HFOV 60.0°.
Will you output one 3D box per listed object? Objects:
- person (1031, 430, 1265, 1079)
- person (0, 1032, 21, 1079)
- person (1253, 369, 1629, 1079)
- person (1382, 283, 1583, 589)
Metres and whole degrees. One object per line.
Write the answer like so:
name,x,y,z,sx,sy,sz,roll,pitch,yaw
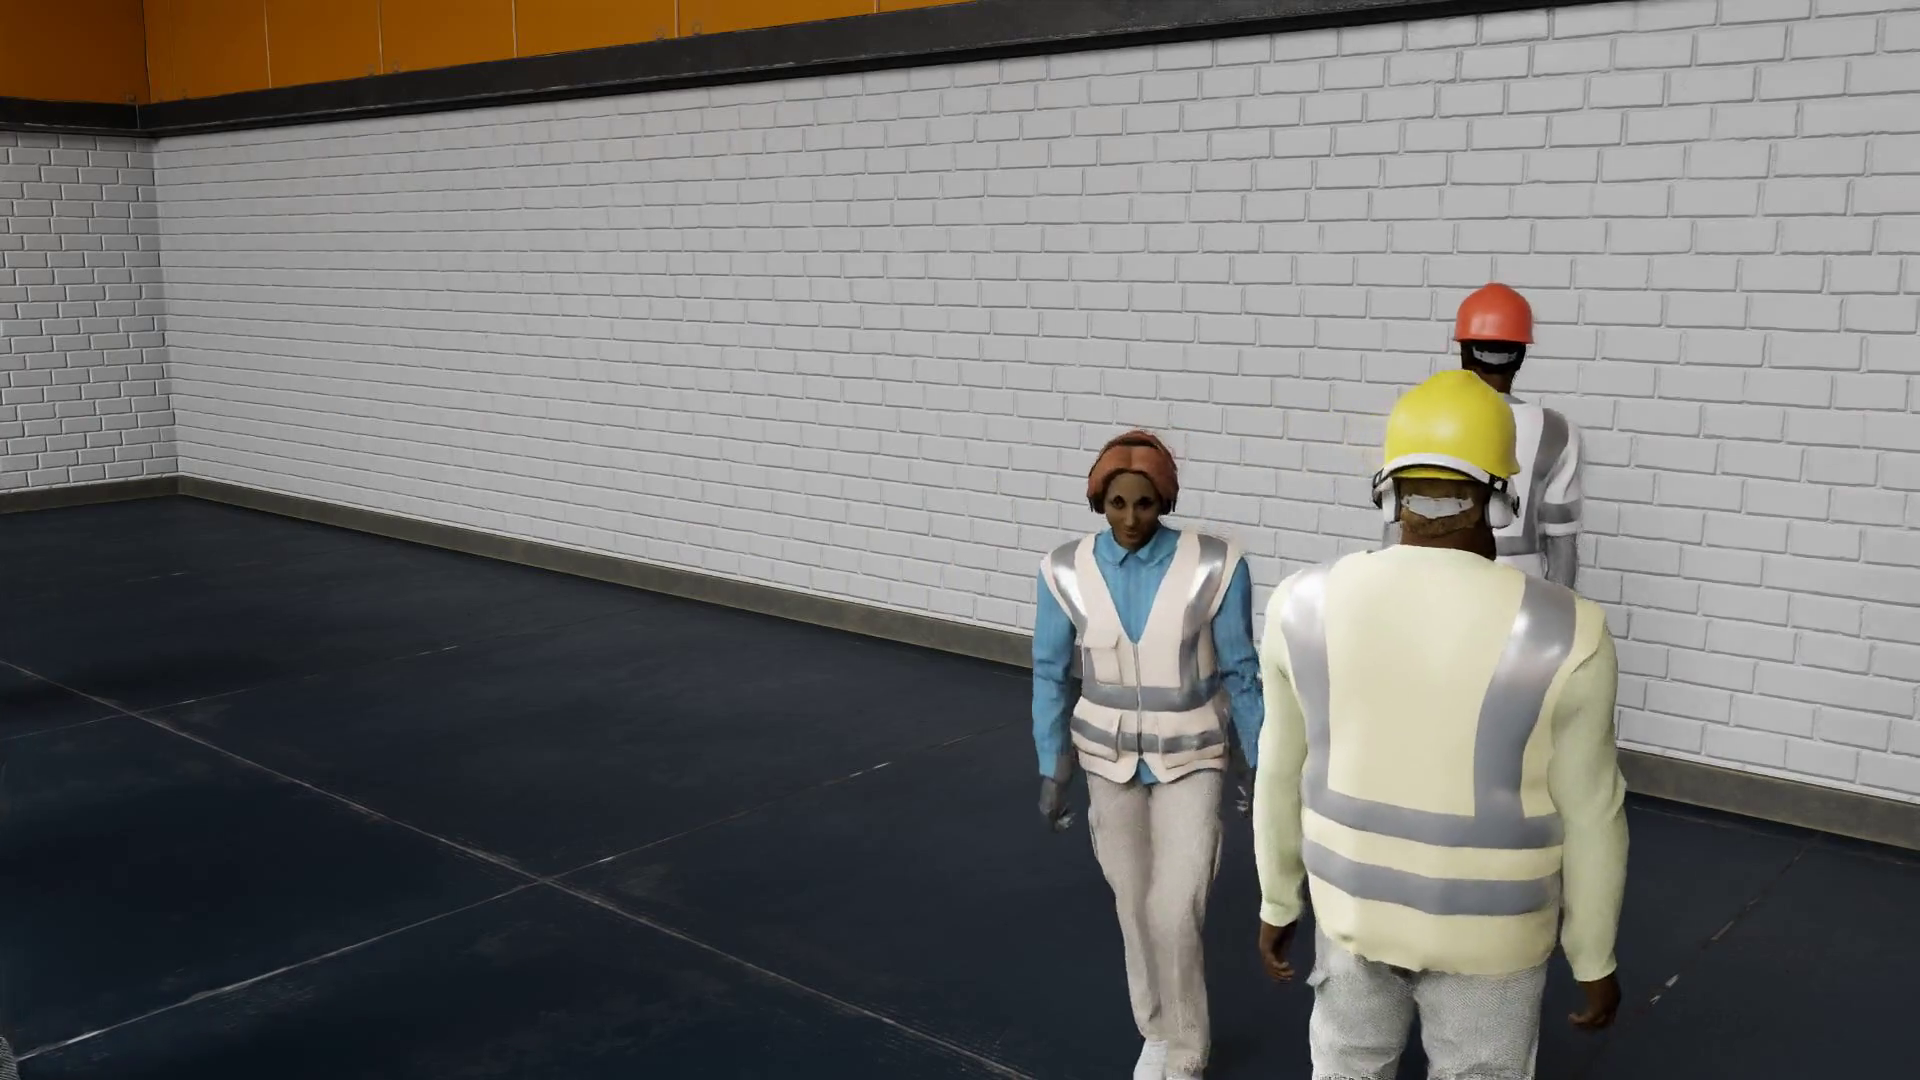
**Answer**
person,0.427,0.548,3.846,0.531,1.609,0.582,4,11,20
person,-1.846,0.576,2.797,0.351,1.936,0.634,0,10,-2
person,0.812,0.623,2.848,0.614,1.827,0.431,7,12,35
person,1.526,0.209,4.933,0.566,1.917,0.423,2,10,10
